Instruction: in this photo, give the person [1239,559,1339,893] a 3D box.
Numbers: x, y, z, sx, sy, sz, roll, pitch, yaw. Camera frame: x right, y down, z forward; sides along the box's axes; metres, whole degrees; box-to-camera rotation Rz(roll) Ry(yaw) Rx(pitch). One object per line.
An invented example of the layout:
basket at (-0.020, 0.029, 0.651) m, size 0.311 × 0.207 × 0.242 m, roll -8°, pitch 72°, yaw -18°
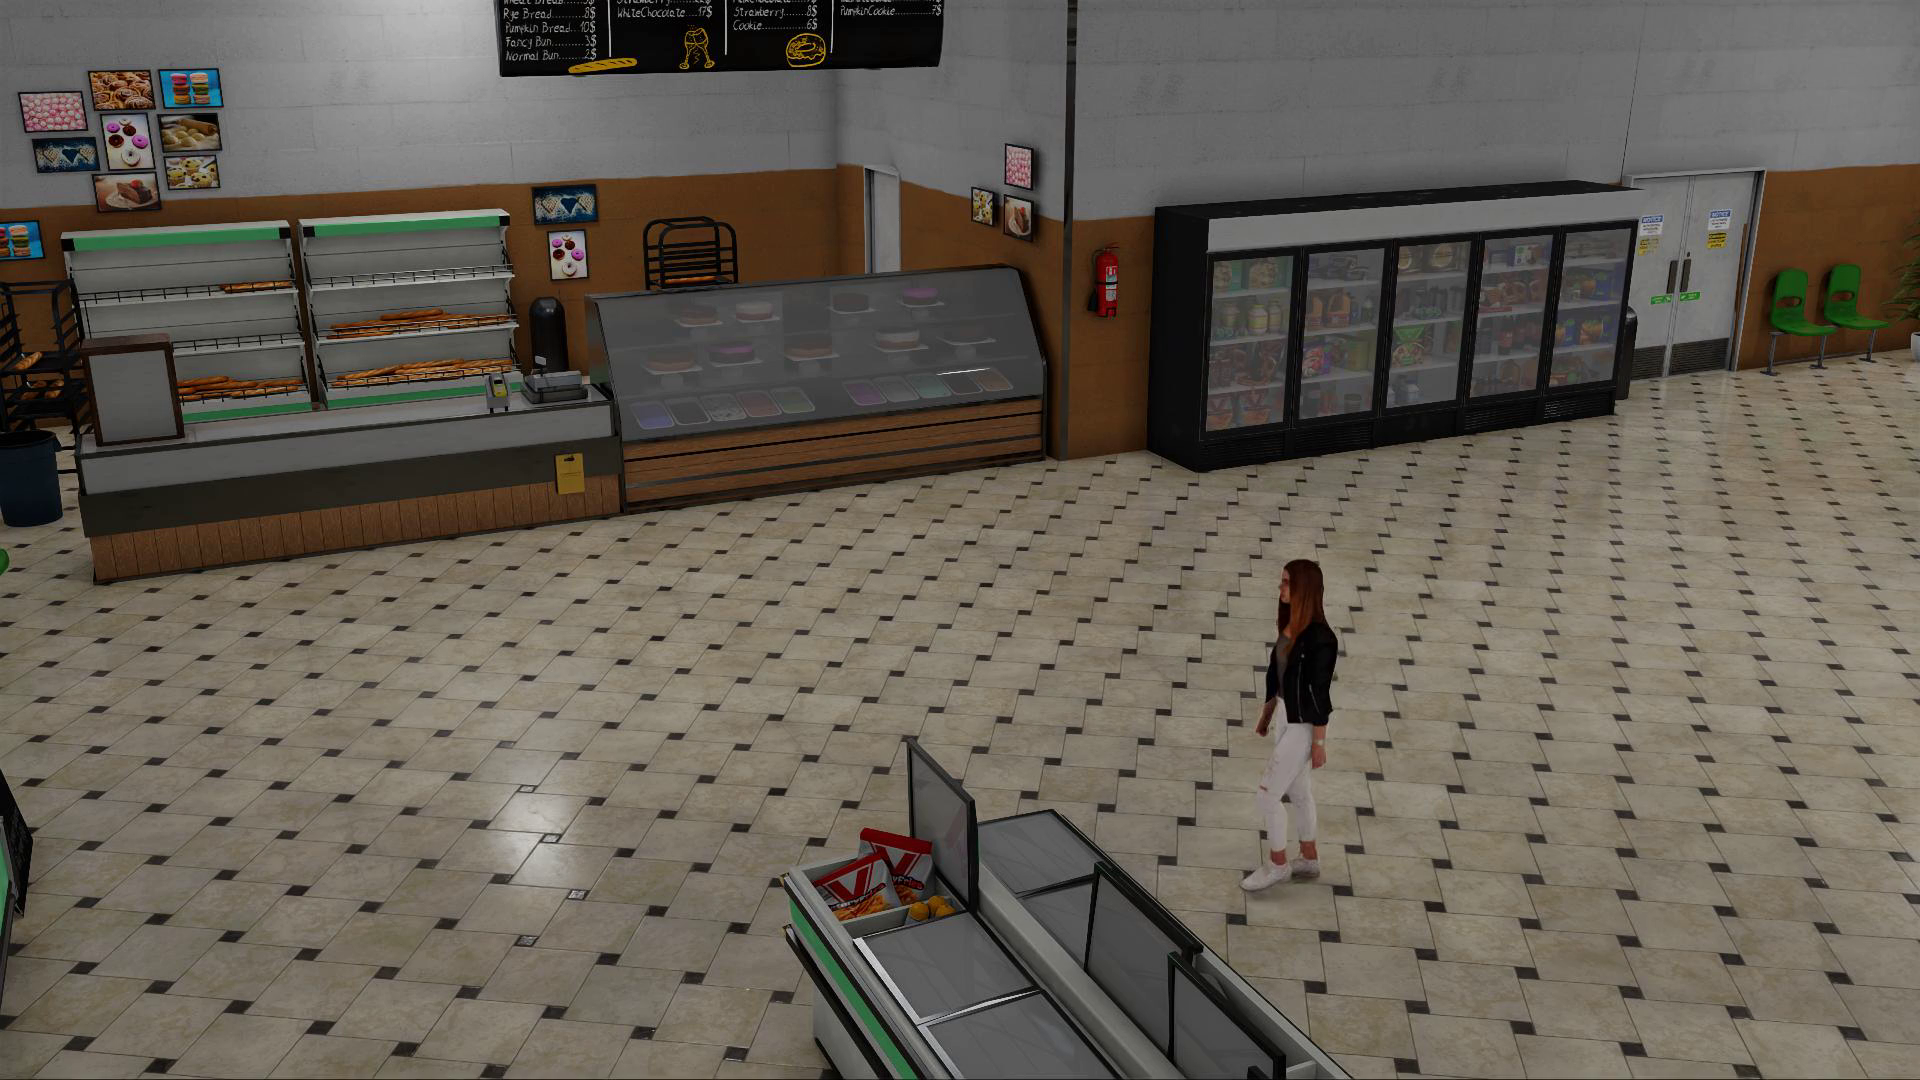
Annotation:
person at (1.713, 0.904, 8.053) m, size 0.780 × 1.688 × 0.716 m, roll -2°, pitch 19°, yaw -7°
